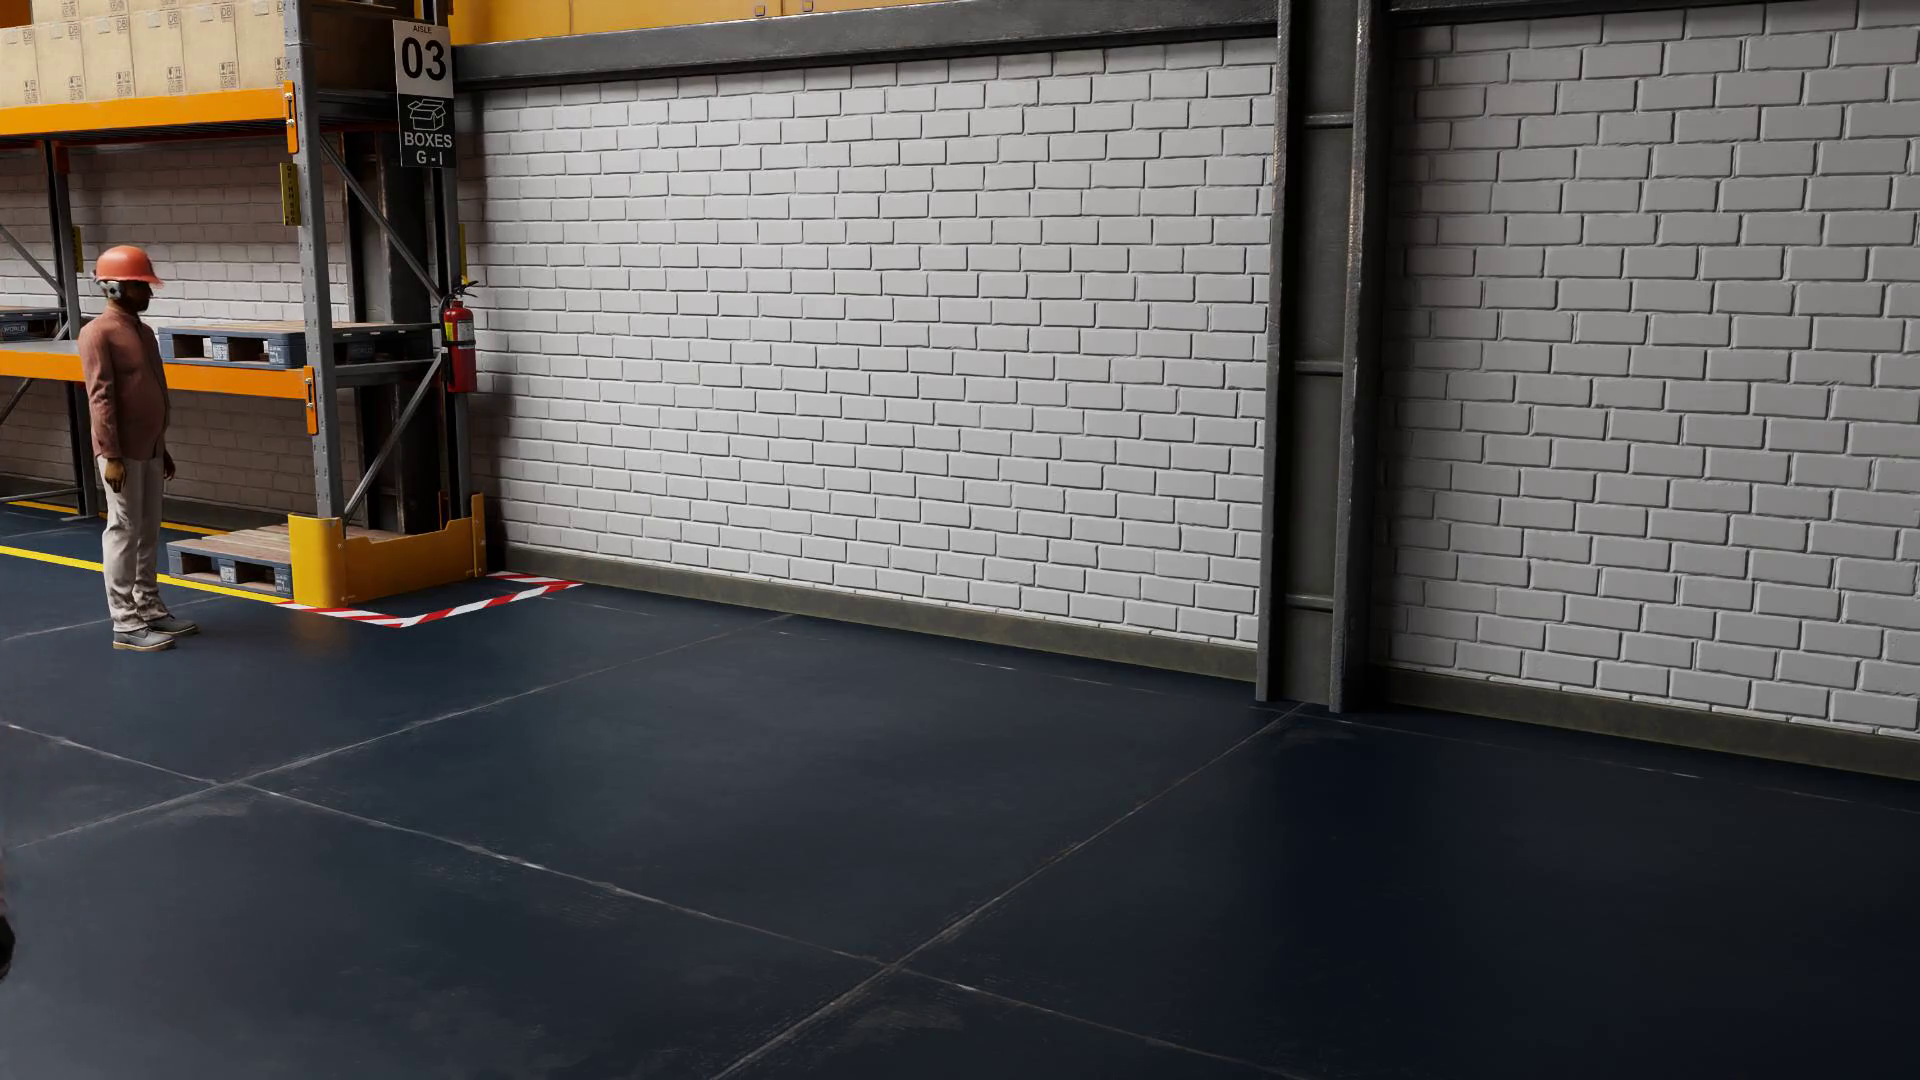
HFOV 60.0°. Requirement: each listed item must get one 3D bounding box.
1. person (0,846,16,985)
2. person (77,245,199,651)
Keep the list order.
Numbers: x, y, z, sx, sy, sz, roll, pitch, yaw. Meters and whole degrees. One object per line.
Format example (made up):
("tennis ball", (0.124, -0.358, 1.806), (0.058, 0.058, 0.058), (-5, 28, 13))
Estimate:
("person", (-1.829, 0.639, 2.613), (0.902, 1.859, 0.665), (4, 11, 21))
("person", (-4.104, -0.455, 8.279), (0.378, 1.995, 0.608), (-1, 10, -3))
